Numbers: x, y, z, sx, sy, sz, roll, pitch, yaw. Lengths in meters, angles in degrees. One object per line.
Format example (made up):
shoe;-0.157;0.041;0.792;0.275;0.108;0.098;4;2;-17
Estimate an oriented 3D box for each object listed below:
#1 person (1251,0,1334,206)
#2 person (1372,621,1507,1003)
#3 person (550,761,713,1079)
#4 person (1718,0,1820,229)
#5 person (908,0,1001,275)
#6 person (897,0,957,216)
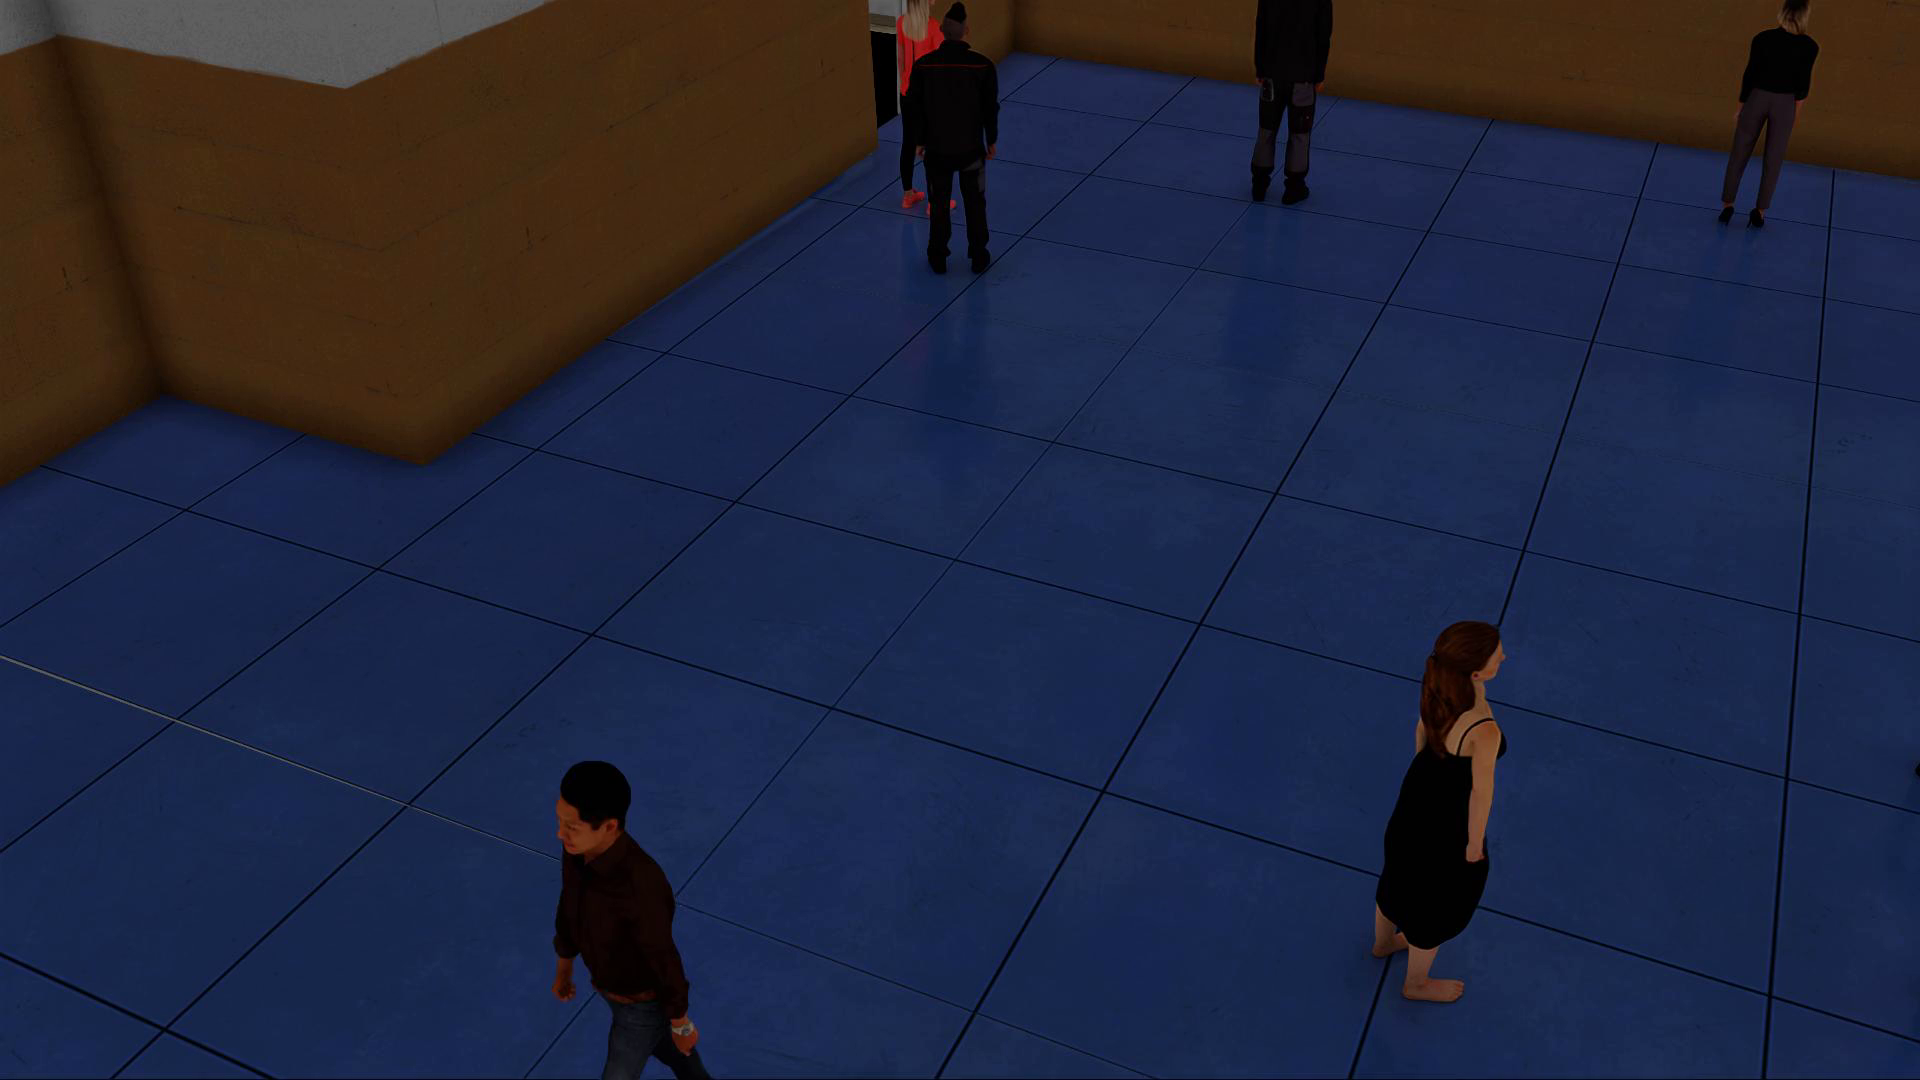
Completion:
person;2.416;-3.434;12.200;0.533;1.946;0.763;12;36;18
person;1.700;0.953;5.895;0.723;1.624;0.671;-8;35;-12
person;-0.930;1.352;5.179;0.954;1.753;0.965;-23;40;-31
person;5.753;-3.039;11.853;0.493;1.672;0.670;18;38;25
person;-0.027;-2.687;11.132;0.717;1.860;0.904;2;34;2
person;-0.274;-3.230;12.121;0.542;1.693;0.702;24;40;31
